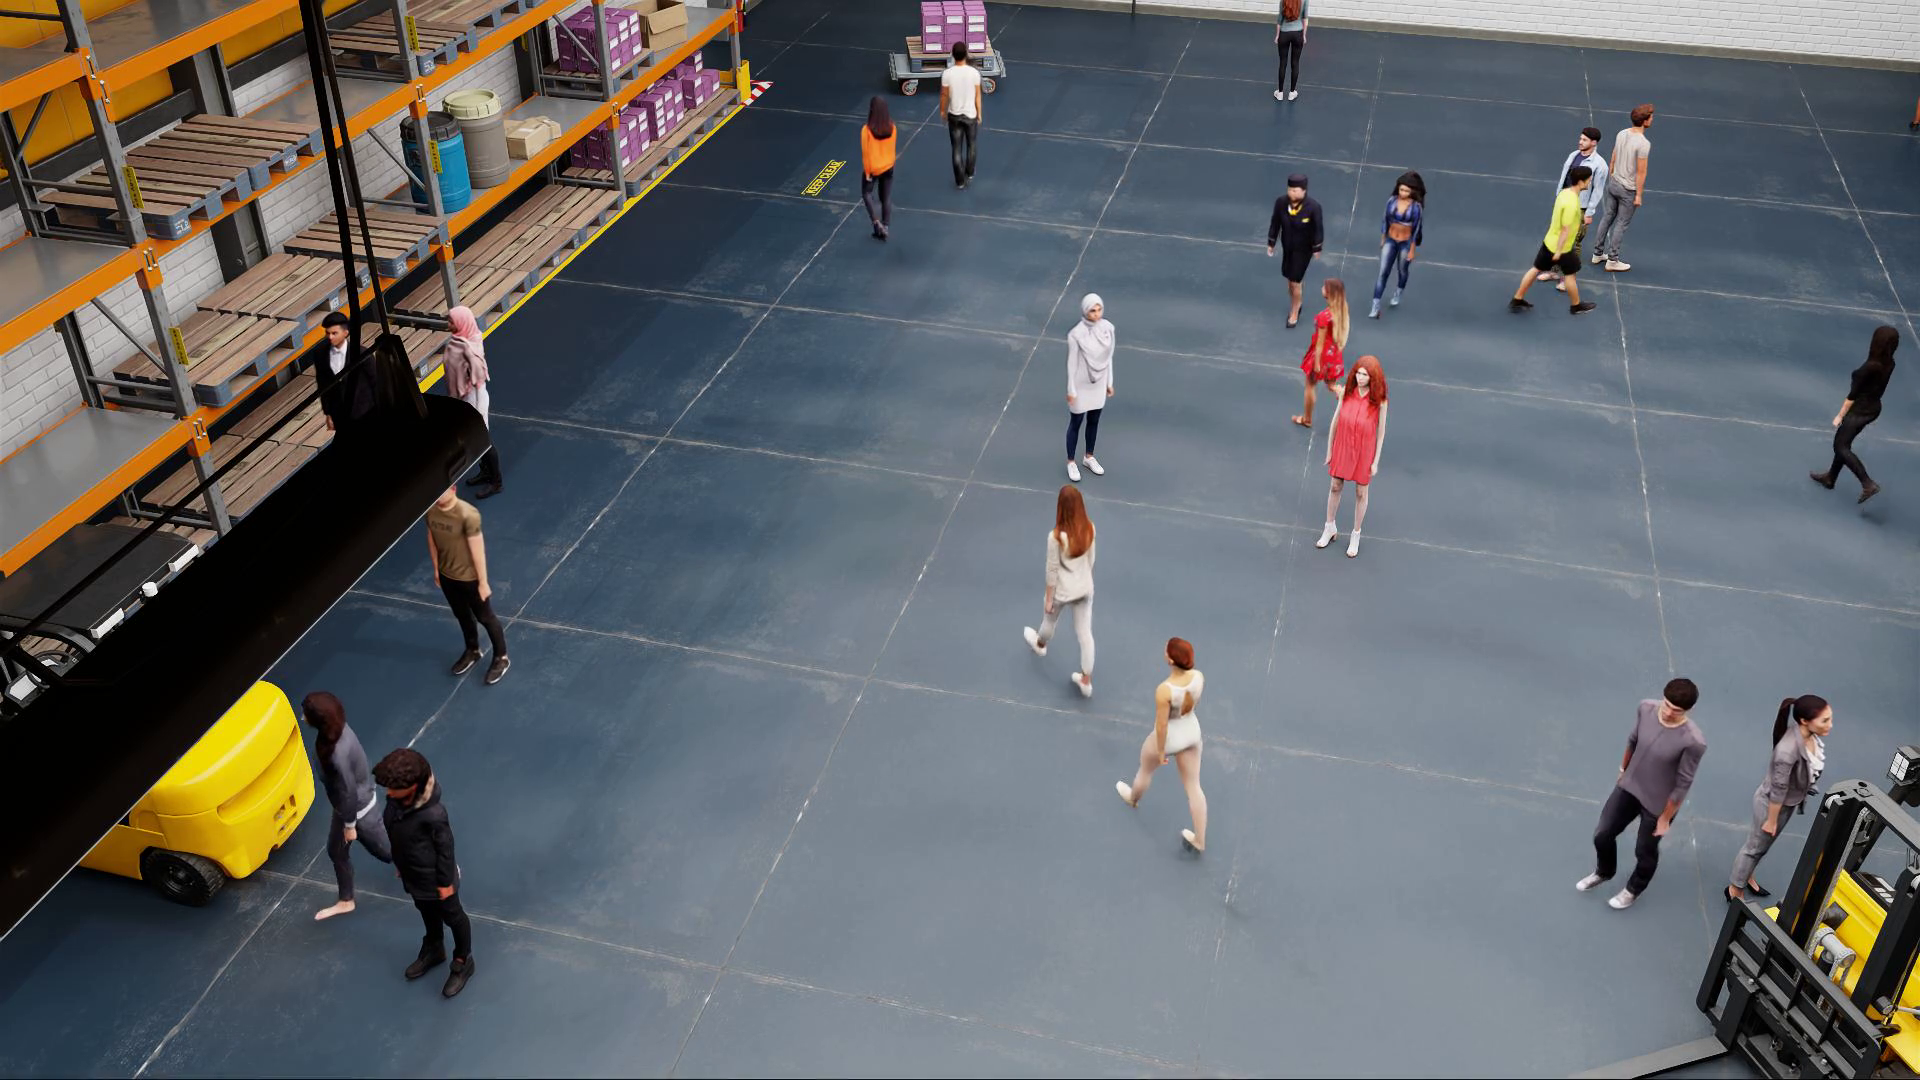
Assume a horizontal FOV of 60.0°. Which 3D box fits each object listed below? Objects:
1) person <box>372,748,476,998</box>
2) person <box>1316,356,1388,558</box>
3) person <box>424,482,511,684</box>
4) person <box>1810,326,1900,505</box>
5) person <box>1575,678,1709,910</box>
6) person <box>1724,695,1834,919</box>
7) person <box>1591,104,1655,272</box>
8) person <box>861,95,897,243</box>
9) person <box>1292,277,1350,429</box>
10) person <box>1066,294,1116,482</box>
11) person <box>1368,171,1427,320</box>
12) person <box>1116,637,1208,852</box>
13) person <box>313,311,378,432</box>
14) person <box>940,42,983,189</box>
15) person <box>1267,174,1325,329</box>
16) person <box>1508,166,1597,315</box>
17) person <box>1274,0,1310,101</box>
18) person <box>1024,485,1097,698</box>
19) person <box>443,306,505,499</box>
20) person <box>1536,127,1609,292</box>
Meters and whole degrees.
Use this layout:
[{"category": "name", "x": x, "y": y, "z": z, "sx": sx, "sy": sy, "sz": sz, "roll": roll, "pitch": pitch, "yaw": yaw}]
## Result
[{"category": "person", "x": -3.162, "y": 1.927, "z": 9.865, "sx": 0.691, "sy": 1.776, "sz": 0.691, "roll": 19, "pitch": 38, "yaw": 26}, {"category": "person", "x": 3.268, "y": -0.708, "z": 13.783, "sx": 0.645, "sy": 1.828, "sz": 0.595, "roll": 18, "pitch": 38, "yaw": 25}, {"category": "person", "x": -3.685, "y": 0.232, "z": 12.352, "sx": 0.690, "sy": 1.845, "sz": 0.624, "roll": 15, "pitch": 36, "yaw": 21}, {"category": "person", "x": 7.909, "y": -1.065, "z": 14.504, "sx": 0.931, "sy": 1.624, "sz": 0.979, "roll": -18, "pitch": 38, "yaw": -25}, {"category": "person", "x": 4.366, "y": 1.560, "z": 10.367, "sx": 0.861, "sy": 1.831, "sz": 0.803, "roll": -18, "pitch": 37, "yaw": -24}, {"category": "person", "x": 5.110, "y": 1.635, "z": 10.393, "sx": 0.776, "sy": 1.678, "sz": 0.667, "roll": 25, "pitch": 41, "yaw": 33}, {"category": "person", "x": 7.433, "y": -3.954, "z": 18.603, "sx": 0.808, "sy": 1.896, "sz": 0.704, "roll": -12, "pitch": 36, "yaw": -18}, {"category": "person", "x": -0.890, "y": -4.249, "z": 19.191, "sx": 0.733, "sy": 1.737, "sz": 0.794, "roll": -18, "pitch": 38, "yaw": -25}, {"category": "person", "x": 3.481, "y": -1.685, "z": 15.480, "sx": 0.949, "sy": 1.575, "sz": 0.925, "roll": -27, "pitch": 42, "yaw": -35}, {"category": "person", "x": 1.147, "y": -1.377, "z": 14.837, "sx": 0.694, "sy": 1.775, "sz": 0.733, "roll": -14, "pitch": 36, "yaw": -20}, {"category": "person", "x": 4.704, "y": -3.142, "z": 17.677, "sx": 0.835, "sy": 1.570, "sz": 1.110, "roll": 19, "pitch": 38, "yaw": 26}, {"category": "person", "x": 1.466, "y": 1.353, "z": 10.887, "sx": 0.980, "sy": 1.601, "sz": 1.066, "roll": -17, "pitch": 37, "yaw": -23}, {"category": "person", "x": -5.219, "y": -1.119, "z": 14.350, "sx": 0.738, "sy": 1.884, "sz": 0.620, "roll": 2, "pitch": 34, "yaw": 3}, {"category": "person", "x": 0.019, "y": -5.245, "z": 20.642, "sx": 0.791, "sy": 1.790, "sz": 0.915, "roll": 1, "pitch": 34, "yaw": 1}, {"category": "person", "x": 3.589, "y": -3.087, "z": 17.522, "sx": 0.839, "sy": 1.650, "sz": 0.878, "roll": 24, "pitch": 40, "yaw": 31}, {"category": "person", "x": 6.257, "y": -3.137, "z": 17.594, "sx": 0.879, "sy": 1.654, "sz": 1.127, "roll": 0, "pitch": 34, "yaw": 0}, {"category": "person", "x": 4.667, "y": -7.096, "z": 23.469, "sx": 0.610, "sy": 1.742, "sz": 0.560, "roll": 4, "pitch": 34, "yaw": 6}, {"category": "person", "x": 0.857, "y": 0.422, "z": 12.231, "sx": 1.043, "sy": 1.663, "sz": 1.145, "roll": -15, "pitch": 36, "yaw": -21}, {"category": "person", "x": -4.262, "y": -1.223, "z": 14.579, "sx": 0.793, "sy": 1.804, "sz": 0.735, "roll": -18, "pitch": 38, "yaw": -25}, {"category": "person", "x": 6.732, "y": -3.637, "z": 18.204, "sx": 0.813, "sy": 1.811, "sz": 0.749, "roll": -17, "pitch": 37, "yaw": -24}]
